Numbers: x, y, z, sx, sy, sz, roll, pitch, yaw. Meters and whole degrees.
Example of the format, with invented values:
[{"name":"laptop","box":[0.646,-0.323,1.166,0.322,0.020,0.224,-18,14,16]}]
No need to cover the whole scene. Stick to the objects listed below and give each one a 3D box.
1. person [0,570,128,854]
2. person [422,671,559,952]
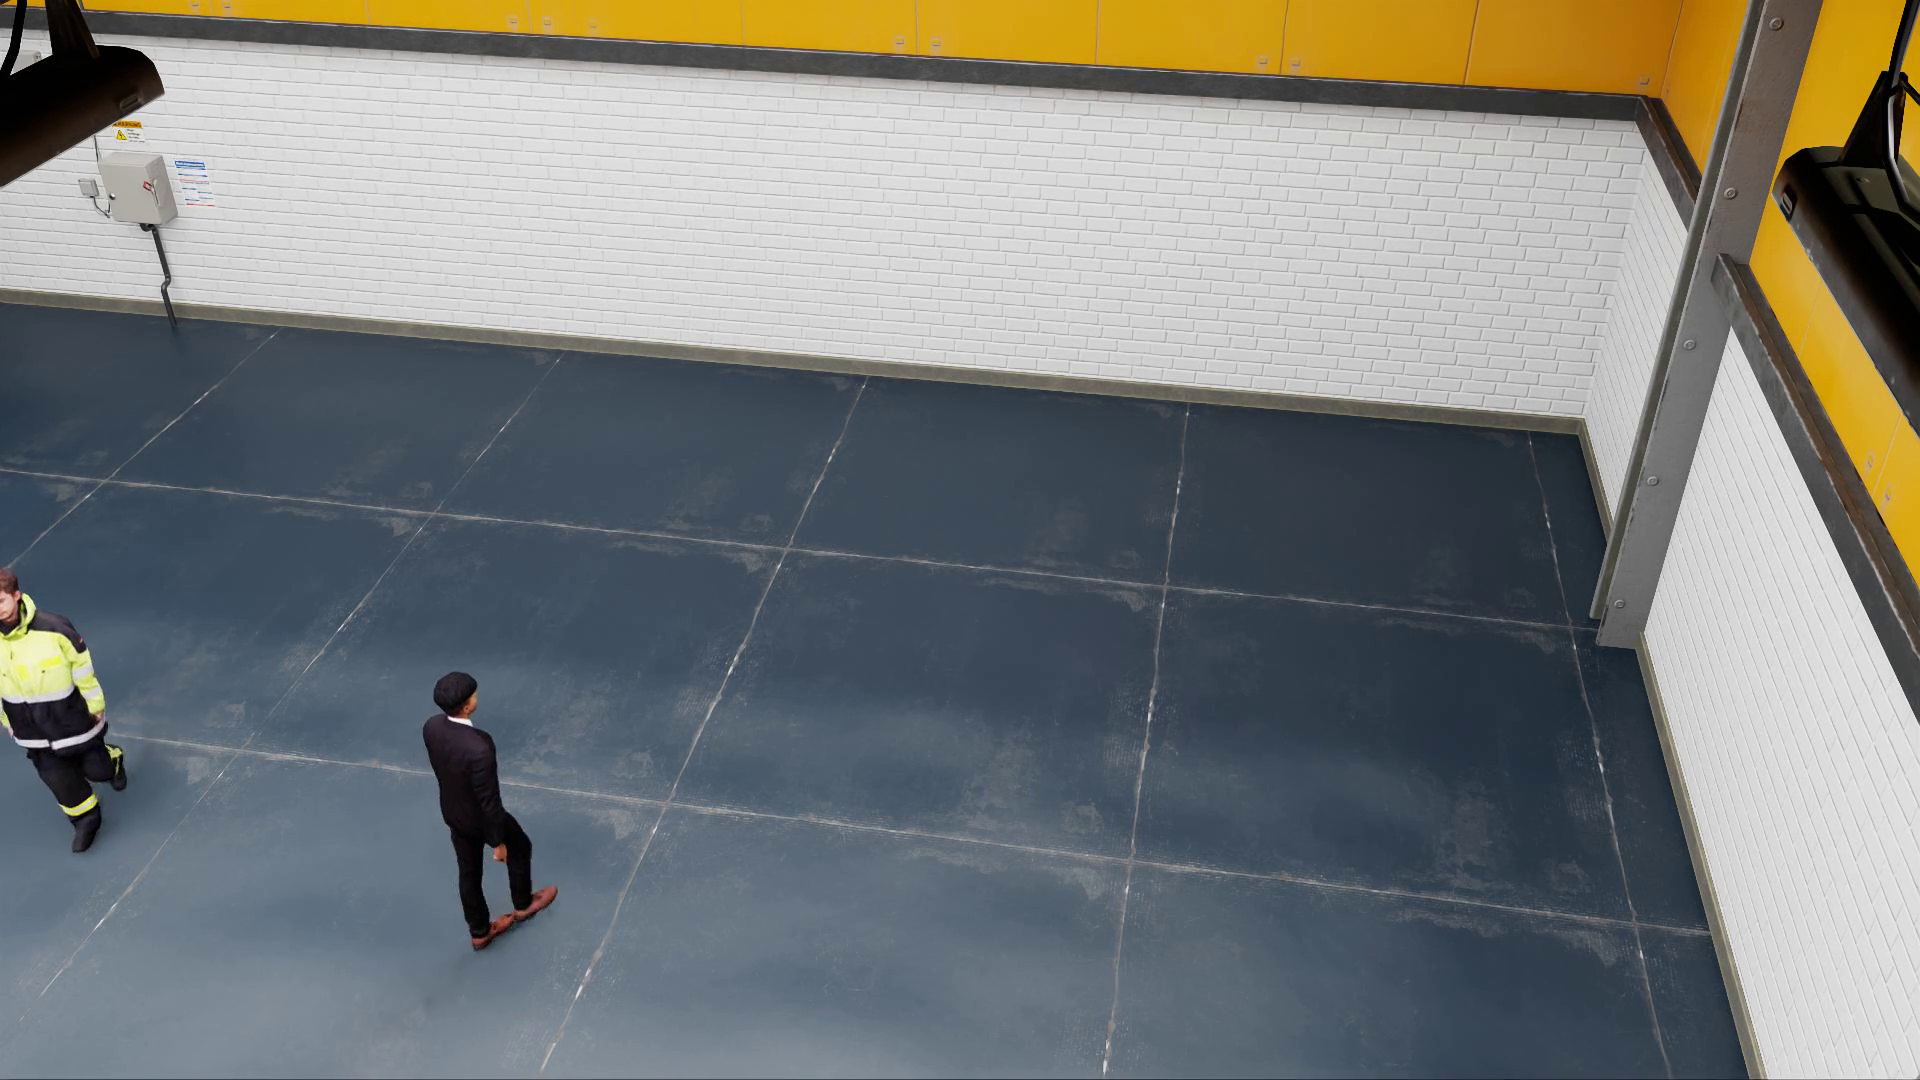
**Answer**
[{"name":"person","box":[-5.482,0.965,10.092,0.972,1.966,1.071,-7,34,-11]},{"name":"person","box":[-2.774,1.573,9.269,0.907,1.865,0.970,21,39,28]}]
